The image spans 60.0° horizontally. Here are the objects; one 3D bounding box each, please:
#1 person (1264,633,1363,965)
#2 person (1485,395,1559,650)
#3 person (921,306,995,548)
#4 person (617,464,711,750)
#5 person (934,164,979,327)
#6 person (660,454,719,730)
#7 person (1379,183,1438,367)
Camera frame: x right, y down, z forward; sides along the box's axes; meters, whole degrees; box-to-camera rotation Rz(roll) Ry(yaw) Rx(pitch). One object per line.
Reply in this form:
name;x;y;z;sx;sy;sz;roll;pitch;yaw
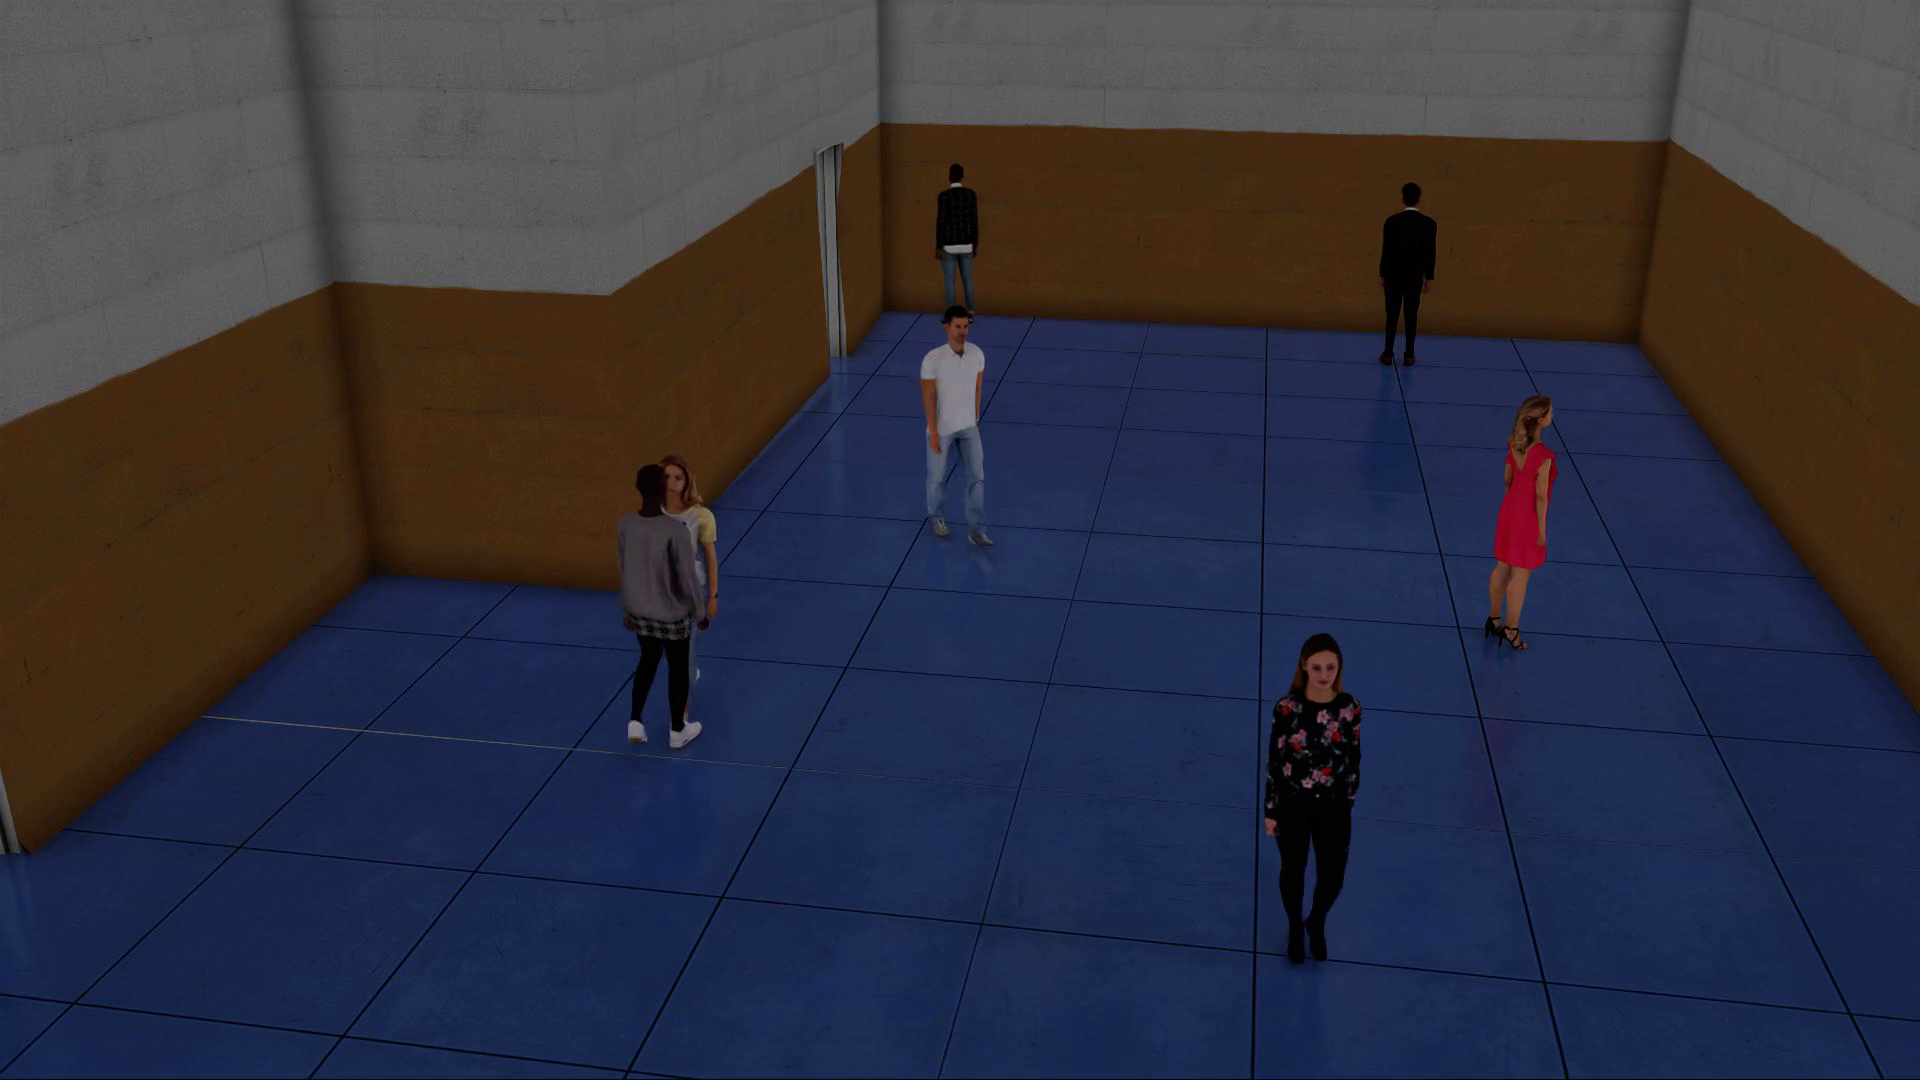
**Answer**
person;1.621;1.176;7.733;0.489;1.673;0.651;2;22;6
person;3.676;-0.128;10.906;0.666;1.728;0.653;-6;23;-14
person;-0.095;-0.882;12.645;1.060;1.831;1.026;-7;23;-16
person;-1.747;0.431;9.469;0.810;1.763;0.799;9;23;20
person;-0.033;-3.312;18.707;0.677;1.819;0.807;-8;23;-20
person;-1.648;0.288;9.866;0.656;1.716;0.696;4;22;10
person;4.601;-2.745;17.214;0.467;1.880;0.758;3;22;8
